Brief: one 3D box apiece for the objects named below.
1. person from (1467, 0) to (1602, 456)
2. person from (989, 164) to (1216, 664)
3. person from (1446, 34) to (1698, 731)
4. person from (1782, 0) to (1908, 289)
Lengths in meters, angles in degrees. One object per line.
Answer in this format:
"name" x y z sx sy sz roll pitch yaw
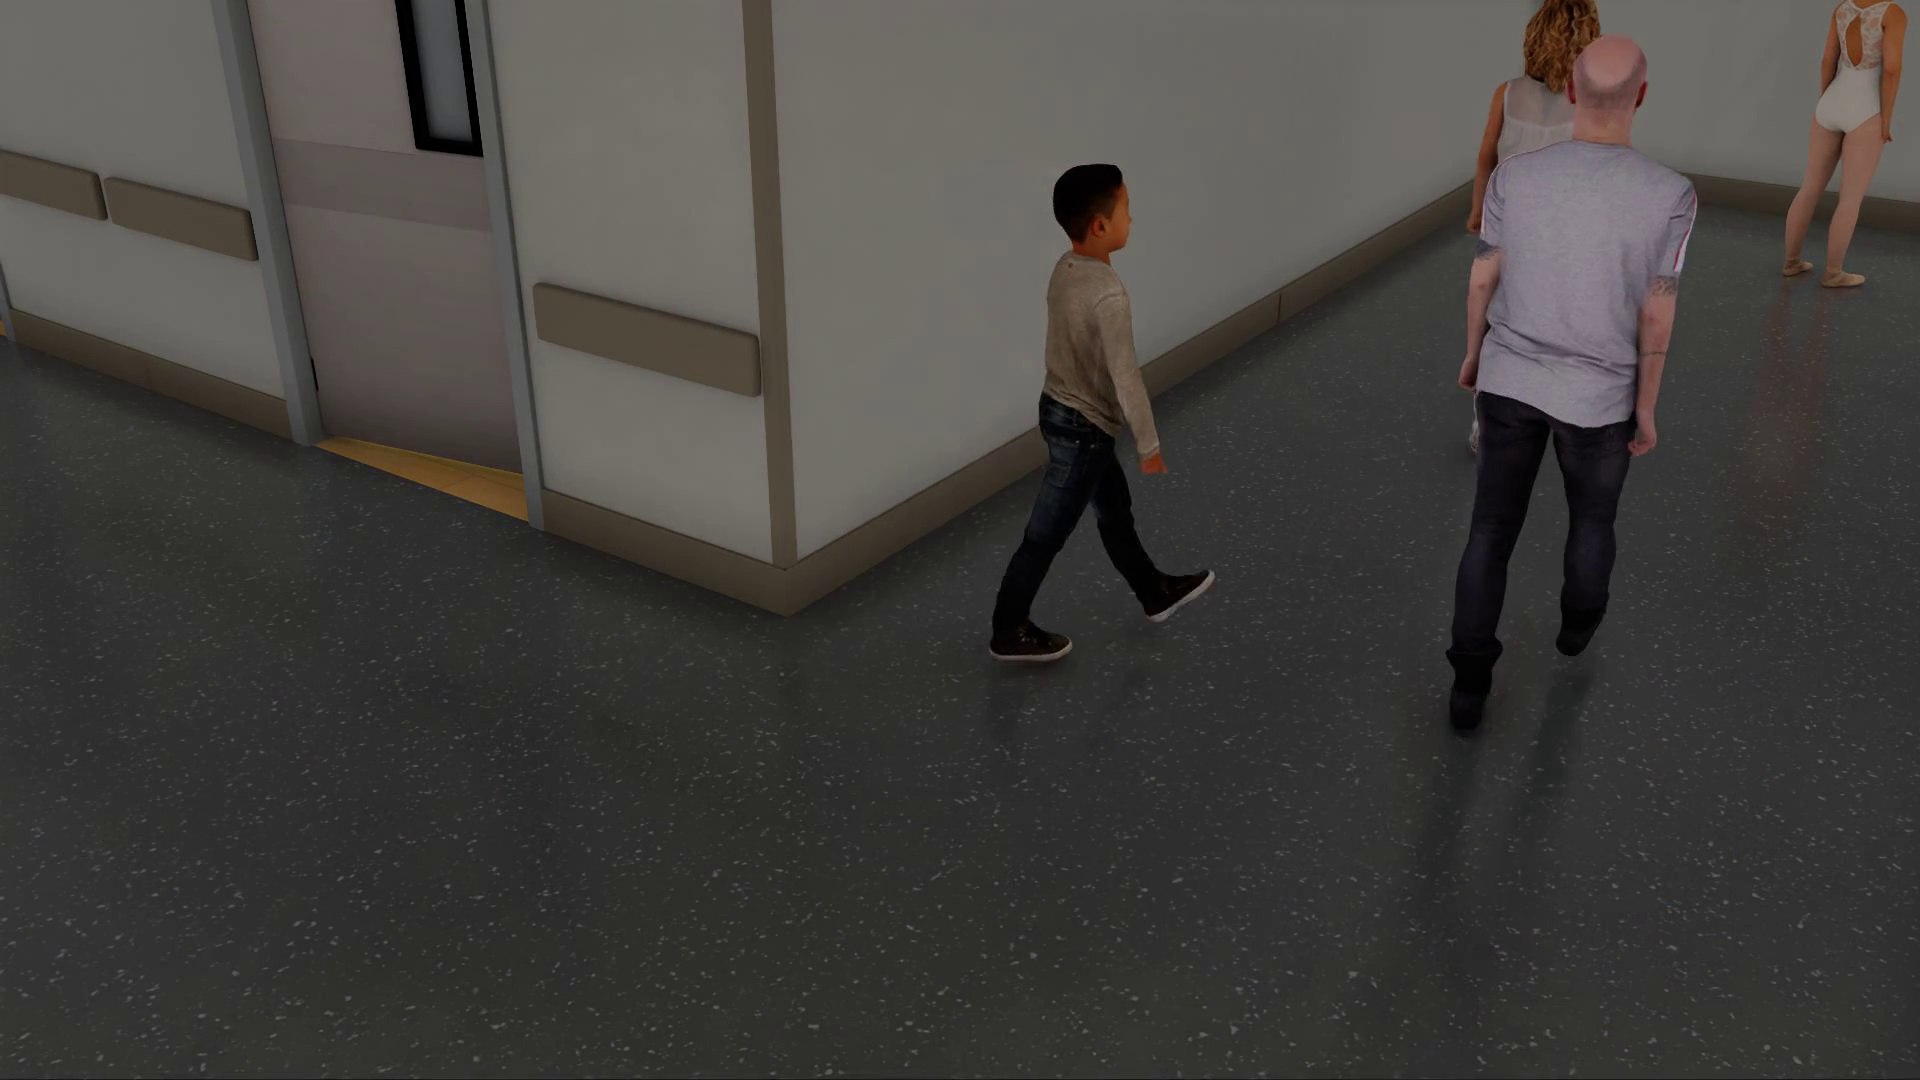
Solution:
"person" 2.048 -1.094 6.062 0.785 1.627 1.102 9 27 18
"person" 0.269 -0.292 4.624 1.032 1.431 0.934 -7 27 -14
"person" 1.507 -0.335 4.287 0.764 1.802 1.082 14 29 26
"person" 4.302 -2.056 8.036 0.621 1.645 0.615 -12 28 -23
